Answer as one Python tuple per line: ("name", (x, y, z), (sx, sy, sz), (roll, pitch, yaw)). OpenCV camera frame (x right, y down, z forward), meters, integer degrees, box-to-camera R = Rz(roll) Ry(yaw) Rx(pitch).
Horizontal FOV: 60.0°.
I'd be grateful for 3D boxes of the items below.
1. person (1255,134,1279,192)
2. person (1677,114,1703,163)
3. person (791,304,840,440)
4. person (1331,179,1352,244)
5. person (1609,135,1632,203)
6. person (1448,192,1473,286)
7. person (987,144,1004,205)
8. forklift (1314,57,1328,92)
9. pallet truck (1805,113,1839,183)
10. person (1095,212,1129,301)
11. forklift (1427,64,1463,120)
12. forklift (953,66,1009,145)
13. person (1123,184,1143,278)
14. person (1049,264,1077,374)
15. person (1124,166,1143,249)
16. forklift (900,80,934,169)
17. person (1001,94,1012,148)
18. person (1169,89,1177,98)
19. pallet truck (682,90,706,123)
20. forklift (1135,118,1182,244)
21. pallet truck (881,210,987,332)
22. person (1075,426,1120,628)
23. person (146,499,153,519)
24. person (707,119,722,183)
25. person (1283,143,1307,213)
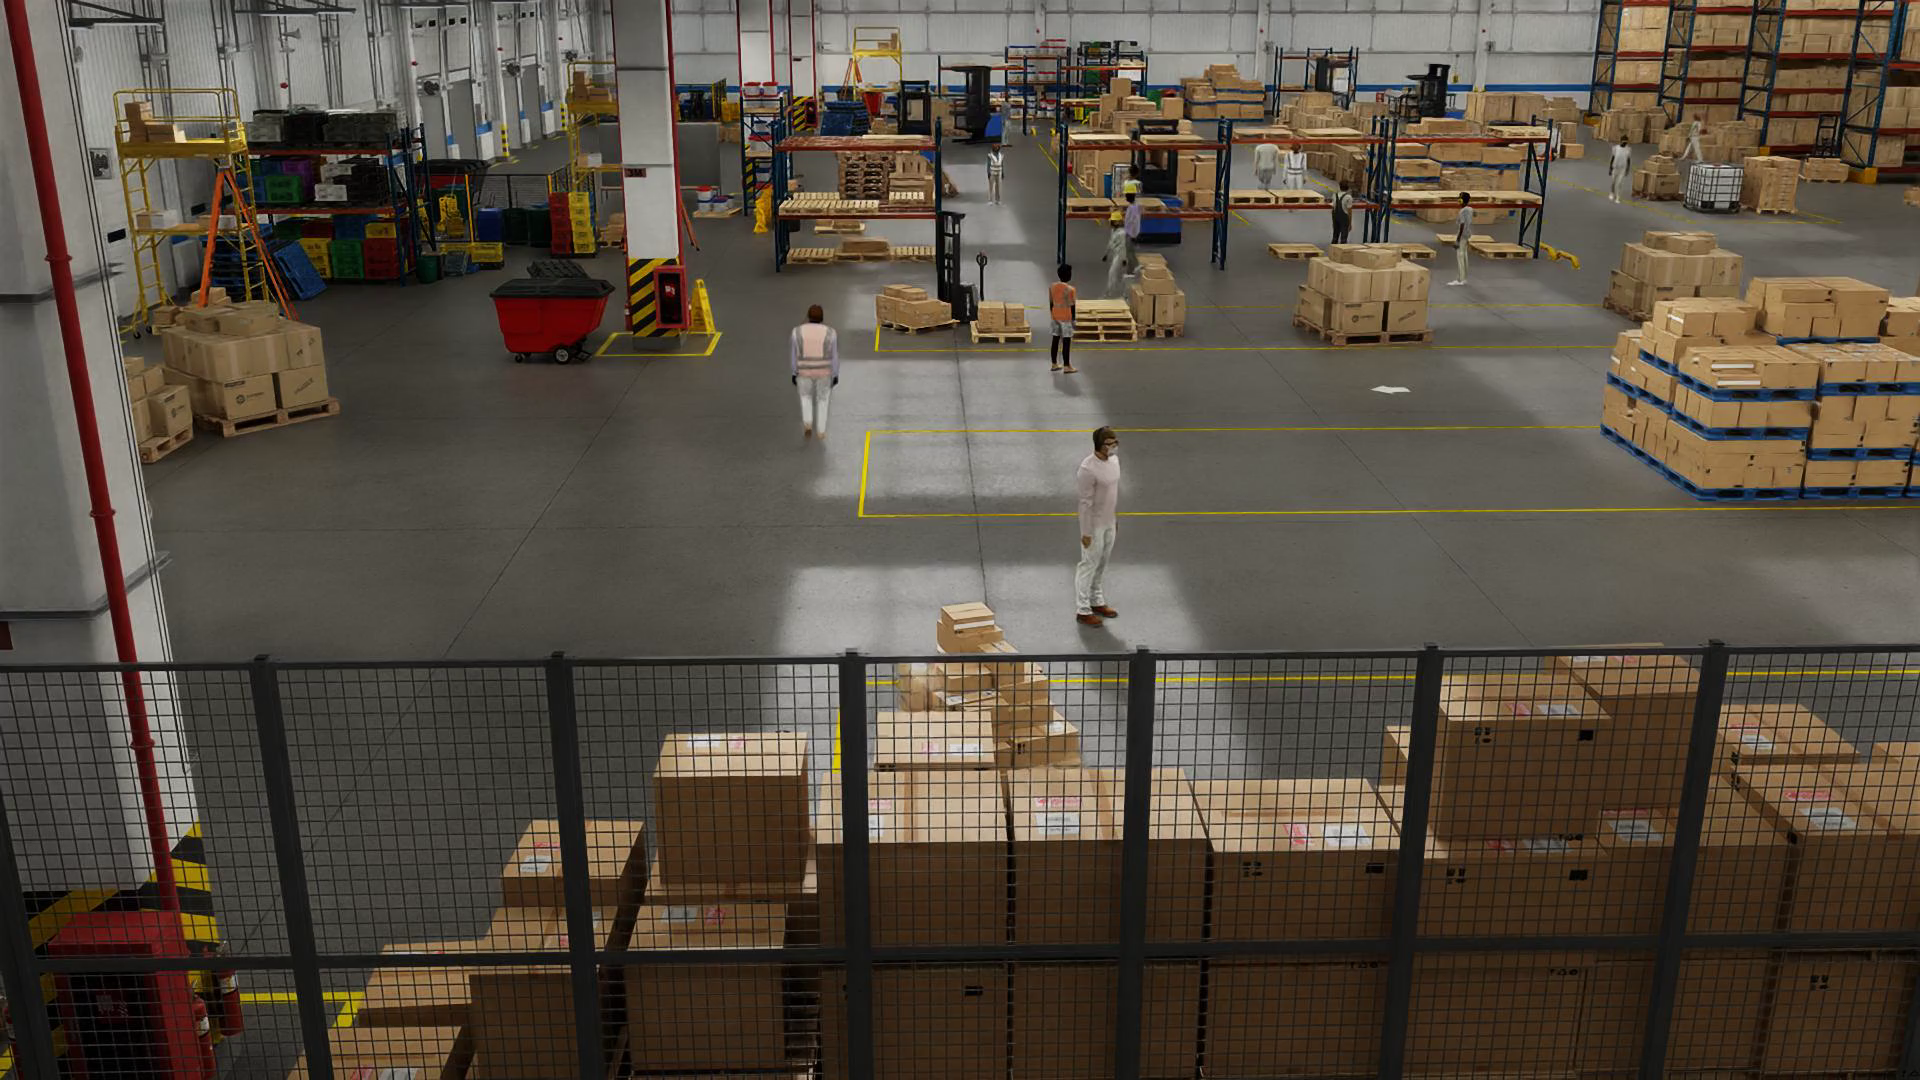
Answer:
("person", (8.376, -10.162, 45.508), (0.627, 1.918, 0.539), (3, 19, 9))
("person", (24.637, -13.484, 55.852), (0.870, 1.592, 0.525), (13, 23, 34))
("person", (-1.916, -2.227, 22.101), (0.655, 1.827, 0.457), (0, 19, 0))
("person", (8.188, -6.807, 35.660), (0.345, 1.846, 0.508), (-17, 25, -40))
("person", (18.141, -10.205, 45.728), (0.557, 1.852, 0.409), (6, 19, 17))
("person", (10.059, -6.034, 33.341), (0.332, 1.865, 0.520), (14, 23, 36))
("person", (0.968, -9.985, 45.407), (0.523, 1.638, 0.310), (-11, 21, -29))
("forklift", (14.838, -18.461, 68.638), (1.873, 2.768, 1.129), (0, 19, -1))
("pallet truck", (26.403, -11.957, 50.702), (0.823, 1.965, 1.885), (6, 19, 16))
("person", (2.893, -5.365, 31.597), (0.813, 1.710, 0.489), (-4, 19, -12))
("forklift", (18.201, -16.727, 63.493), (1.873, 2.768, 1.129), (-6, 20, -17))
("forklift", (0.809, -16.239, 62.045), (1.873, 2.768, 1.129), (-10, 21, -26))
("person", (3.508, -6.341, 34.162), (0.420, 1.916, 0.605), (-1, 19, -2))
("person", (1.605, -3.451, 25.929), (0.322, 1.698, 0.533), (-16, 25, -40))
("person", (3.873, -7.506, 37.655), (0.651, 1.898, 0.605), (-10, 21, -28))
("forklift", (-1.439, -13.389, 53.591), (1.129, 2.768, 1.873), (-2, 19, -6))
("person", (1.695, -15.352, 60.889), (0.378, 1.929, 0.634), (7, 20, 20))
("person", (8.074, -16.275, 63.640), (0.557, 1.915, 0.558), (-5, 19, -15))
("pallet truck", (-9.671, -15.907, 62.421), (0.823, 1.965, 1.885), (5, 19, 15))
("forklift", (4.567, -8.402, 38.797), (1.129, 2.768, 1.873), (-1, 19, -1))
("pallet truck", (-0.493, -4.759, 29.349), (1.885, 1.965, 0.823), (-13, 23, -34))
("person", (1.315, -0.146, 15.755), (0.362, 1.938, 0.631), (12, 22, 31))
("person", (-8.665, -0.610, 17.137), (0.645, 1.930, 0.500), (10, 21, 27))
("person", (-7.490, -11.616, 49.801), (0.629, 1.925, 0.558), (-10, 21, -28))
("person", (8.784, -9.508, 43.649), (0.595, 1.863, 0.595), (2, 19, 6))
